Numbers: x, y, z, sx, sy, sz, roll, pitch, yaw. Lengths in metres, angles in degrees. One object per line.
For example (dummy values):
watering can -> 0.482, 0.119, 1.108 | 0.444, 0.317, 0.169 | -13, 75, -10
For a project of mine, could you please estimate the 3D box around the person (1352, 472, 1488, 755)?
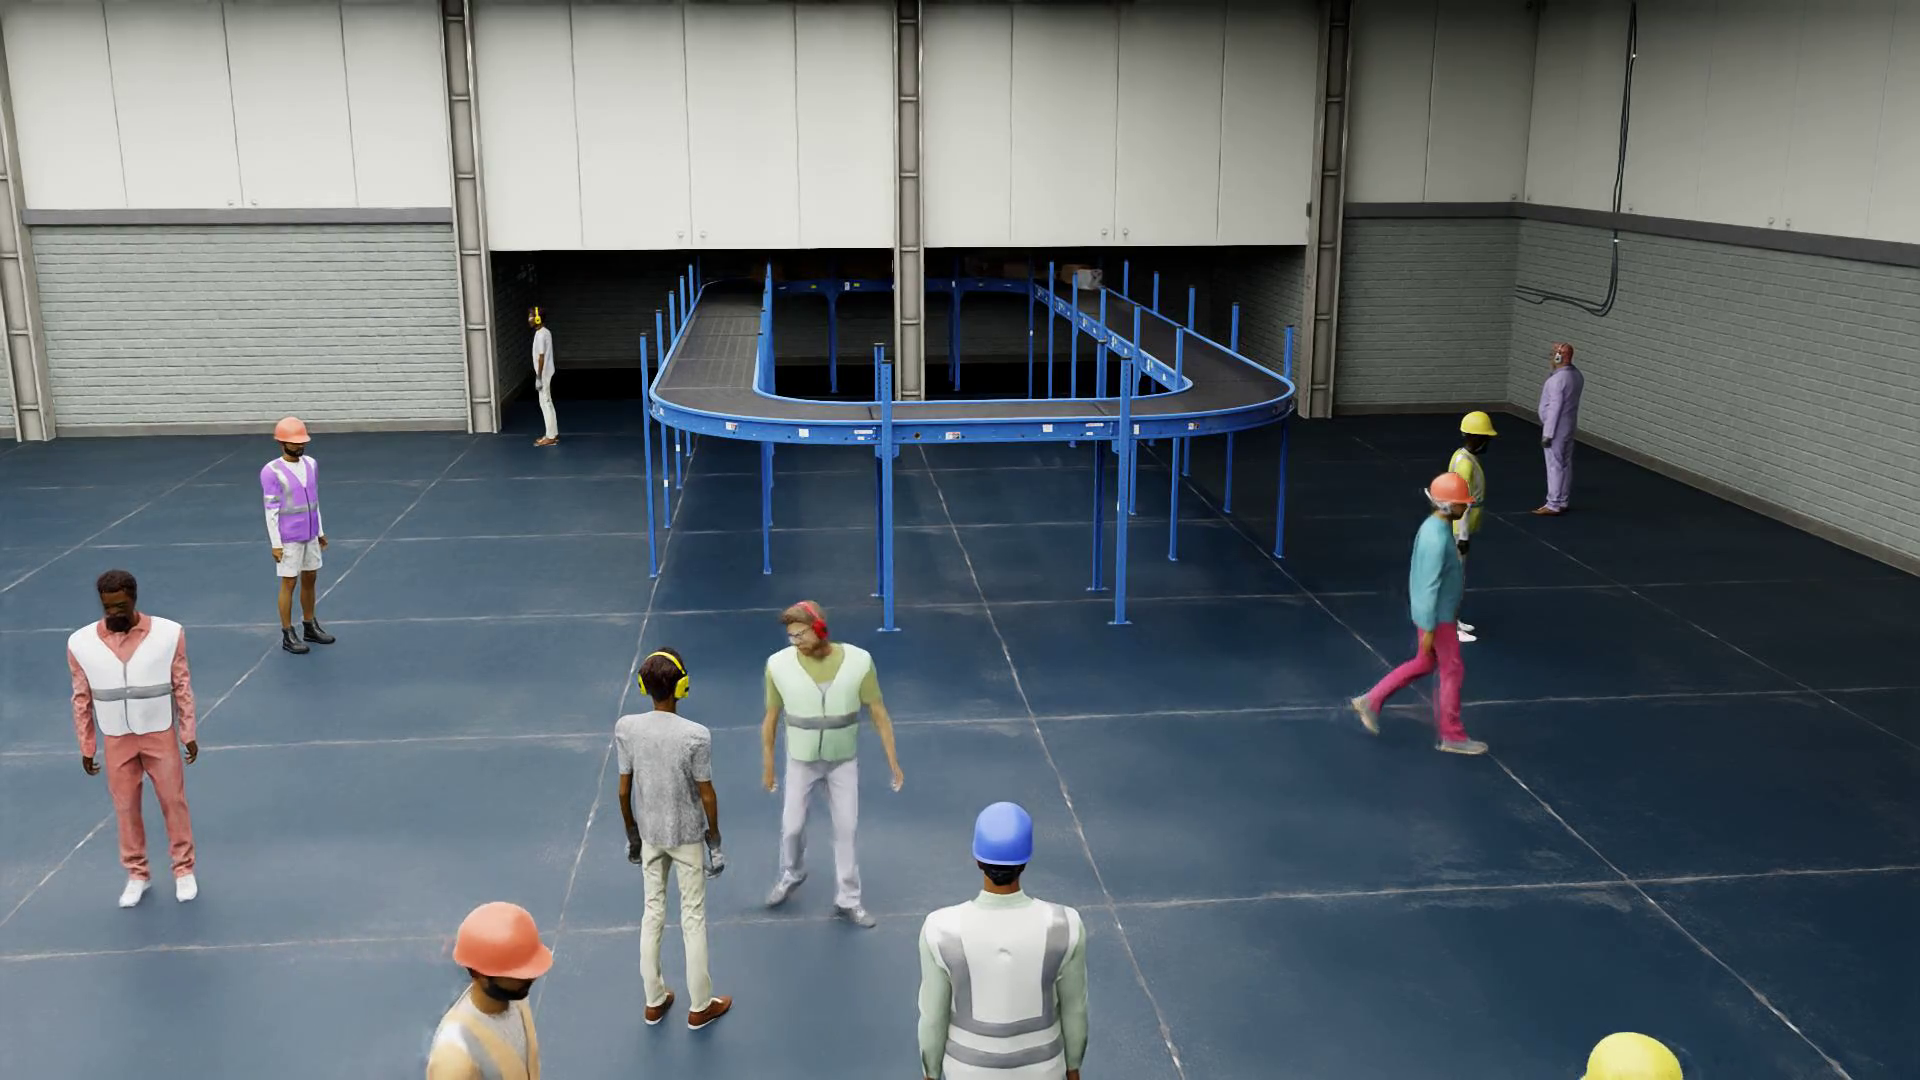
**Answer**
person -> 3.193, 0.487, 11.368 | 0.854, 1.966, 0.620 | 3, 14, 10

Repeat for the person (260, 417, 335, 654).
person -> -5.377, -0.048, 13.556 | 0.373, 1.935, 0.552 | 6, 15, 23

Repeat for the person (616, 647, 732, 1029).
person -> -1.355, 1.406, 7.866 | 0.513, 1.876, 0.328 | 4, 15, 15

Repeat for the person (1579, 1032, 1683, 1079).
person -> 1.992, 2.251, 4.578 | 1.071, 1.840, 0.592 | 9, 16, 31

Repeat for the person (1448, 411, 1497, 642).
person -> 4.223, -0.125, 13.885 | 0.388, 1.926, 0.590 | 4, 15, 16

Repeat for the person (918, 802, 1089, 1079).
person -> 0.153, 1.858, 5.907 | 0.603, 1.949, 0.389 | -1, 14, -4

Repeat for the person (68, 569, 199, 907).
person -> -4.515, 1.071, 9.146 | 0.598, 1.910, 0.402 | -5, 15, -18

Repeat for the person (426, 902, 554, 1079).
person -> -1.593, 2.023, 5.359 | 0.716, 1.907, 0.550 | 1, 14, 5

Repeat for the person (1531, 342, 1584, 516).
person -> 6.561, -1.217, 18.299 | 0.399, 1.908, 0.643 | 13, 19, 41

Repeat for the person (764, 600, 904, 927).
person -> -0.689, 1.165, 8.949 | 0.733, 1.827, 0.504 | -3, 14, -12

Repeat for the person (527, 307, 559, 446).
person -> -5.609, -2.204, 22.345 | 0.315, 1.861, 0.507 | -1, 14, -6
